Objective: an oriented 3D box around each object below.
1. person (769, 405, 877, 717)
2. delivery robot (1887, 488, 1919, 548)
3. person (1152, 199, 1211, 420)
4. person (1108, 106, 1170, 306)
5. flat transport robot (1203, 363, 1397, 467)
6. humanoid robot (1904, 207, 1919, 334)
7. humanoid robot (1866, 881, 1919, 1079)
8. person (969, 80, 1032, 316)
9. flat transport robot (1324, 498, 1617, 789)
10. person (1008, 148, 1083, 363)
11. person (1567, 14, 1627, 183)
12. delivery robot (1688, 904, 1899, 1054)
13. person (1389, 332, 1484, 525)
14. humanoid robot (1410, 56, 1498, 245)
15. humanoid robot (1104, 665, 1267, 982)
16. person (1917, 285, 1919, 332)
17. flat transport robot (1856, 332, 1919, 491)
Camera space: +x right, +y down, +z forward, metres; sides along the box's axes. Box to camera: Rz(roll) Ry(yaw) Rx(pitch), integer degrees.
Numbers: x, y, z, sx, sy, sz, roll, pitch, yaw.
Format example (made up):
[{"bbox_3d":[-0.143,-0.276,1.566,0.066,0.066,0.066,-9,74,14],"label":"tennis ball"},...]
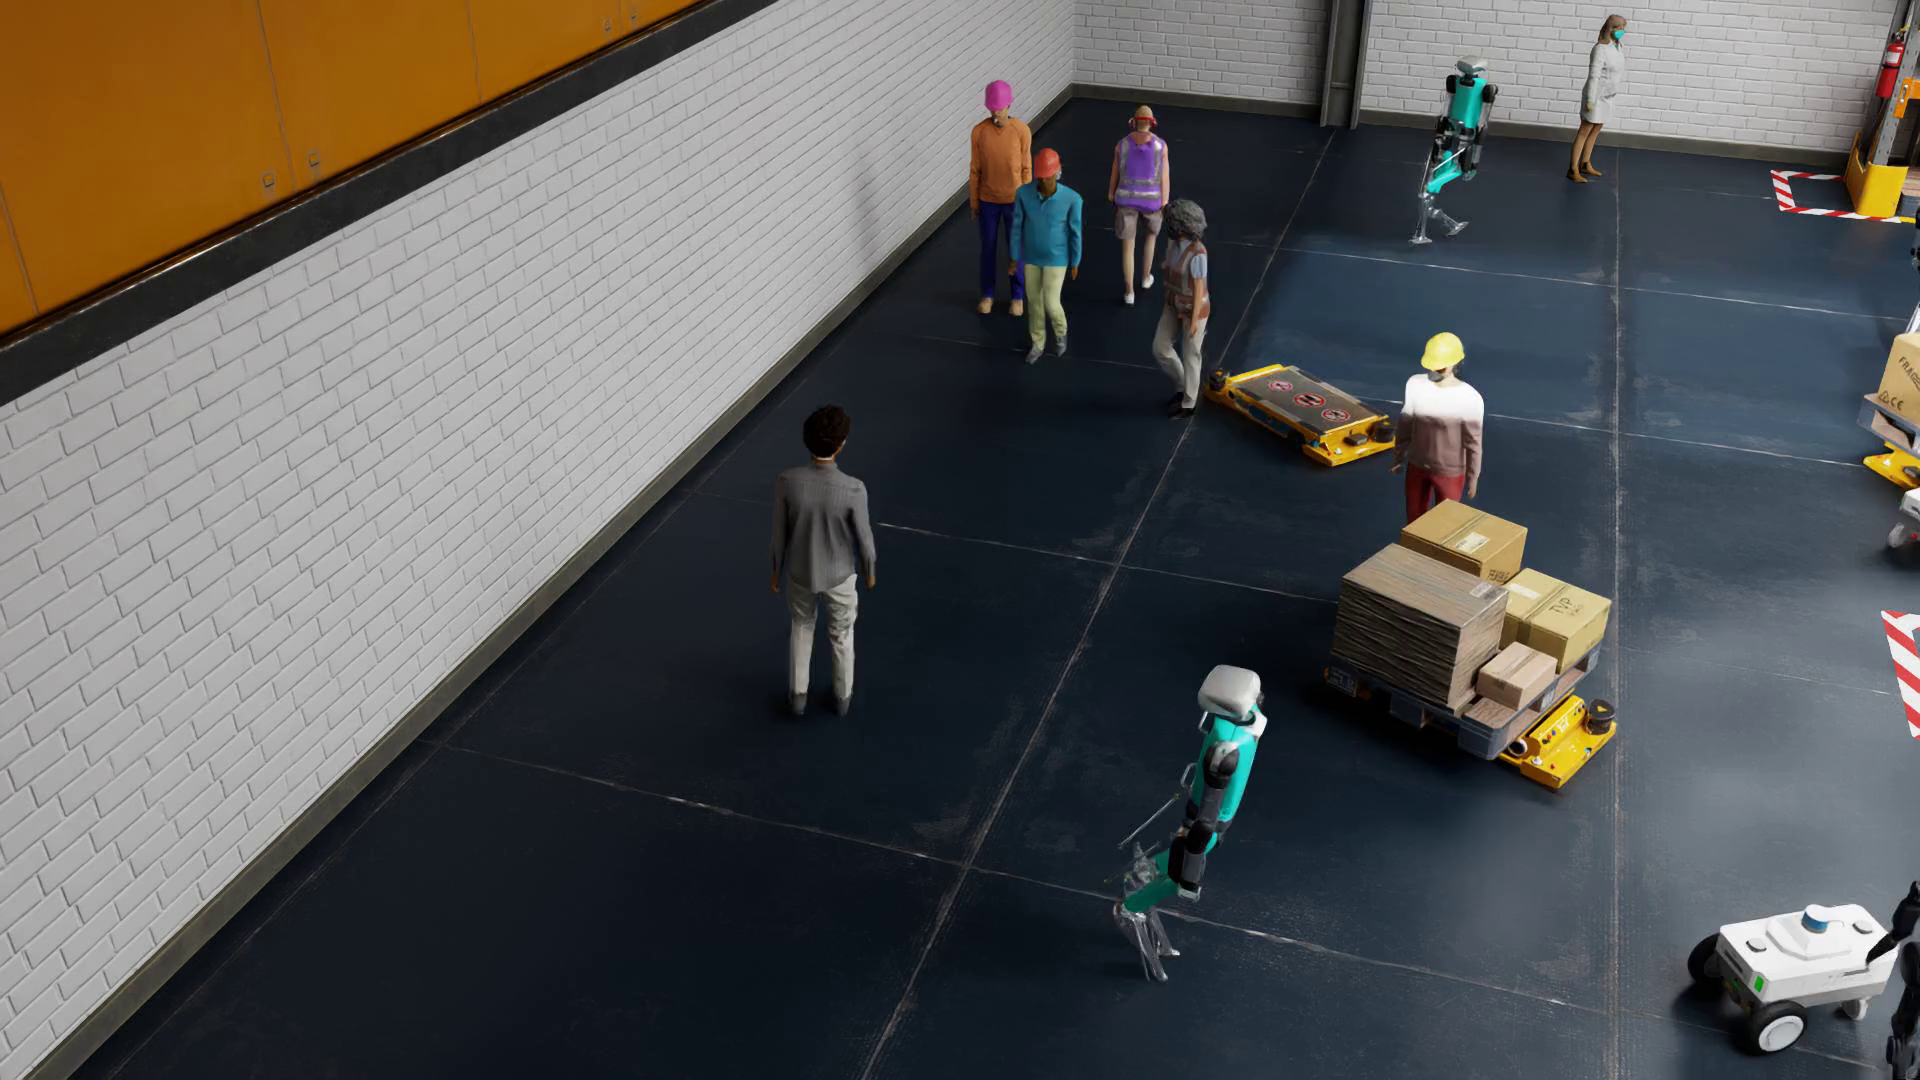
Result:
[{"bbox_3d":[-0.724,0.149,8.769,0.555,1.887,0.495,5,31,8],"label":"person"},{"bbox_3d":[6.385,-0.183,10.653,0.774,0.592,0.499,-13,33,-21],"label":"delivery robot"},{"bbox_3d":[1.609,-1.669,12.067,0.364,1.667,0.478,-16,34,-25],"label":"person"},{"bbox_3d":[1.513,-2.874,14.119,0.516,1.667,0.709,3,31,6],"label":"person"},{"bbox_3d":[2.497,-0.960,12.259,0.659,0.231,1.431,-17,35,-27],"label":"flat transport robot"},{"bbox_3d":[7.824,-2.308,13.123,0.894,1.771,0.579,-26,39,-37],"label":"humanoid robot"},{"bbox_3d":[3.921,1.621,6.497,0.588,1.650,0.362,5,31,8],"label":"humanoid robot"},{"bbox_3d":[0.332,-2.822,13.748,0.519,1.973,0.398,4,31,7],"label":"person"},{"bbox_3d":[2.797,0.855,9.172,1.431,0.231,0.659,26,39,37],"label":"flat transport robot"},{"bbox_3d":[0.645,-2.192,12.905,0.562,1.737,0.386,14,33,22],"label":"person"},{"bbox_3d":[6.495,-4.476,16.863,0.495,1.660,0.336,-26,39,-36],"label":"person"},{"bbox_3d":[3.636,1.828,7.206,0.736,0.567,0.501,-6,31,-10],"label":"delivery robot"},{"bbox_3d":[2.808,-0.424,9.885,0.383,1.752,0.550,-26,39,-37],"label":"person"},{"bbox_3d":[4.354,-3.439,15.059,1.032,1.746,0.540,-19,35,-29],"label":"humanoid robot"},{"bbox_3d":[0.877,1.266,7.074,0.733,1.815,0.547,14,33,22],"label":"humanoid robot"},{"bbox_3d":[7.379,-1.887,12.262,0.519,1.866,0.391,19,35,29],"label":"person"},{"bbox_3d":[7.112,-0.543,11.549,1.431,0.231,0.659,-9,32,-14],"label":"flat transport robot"}]
